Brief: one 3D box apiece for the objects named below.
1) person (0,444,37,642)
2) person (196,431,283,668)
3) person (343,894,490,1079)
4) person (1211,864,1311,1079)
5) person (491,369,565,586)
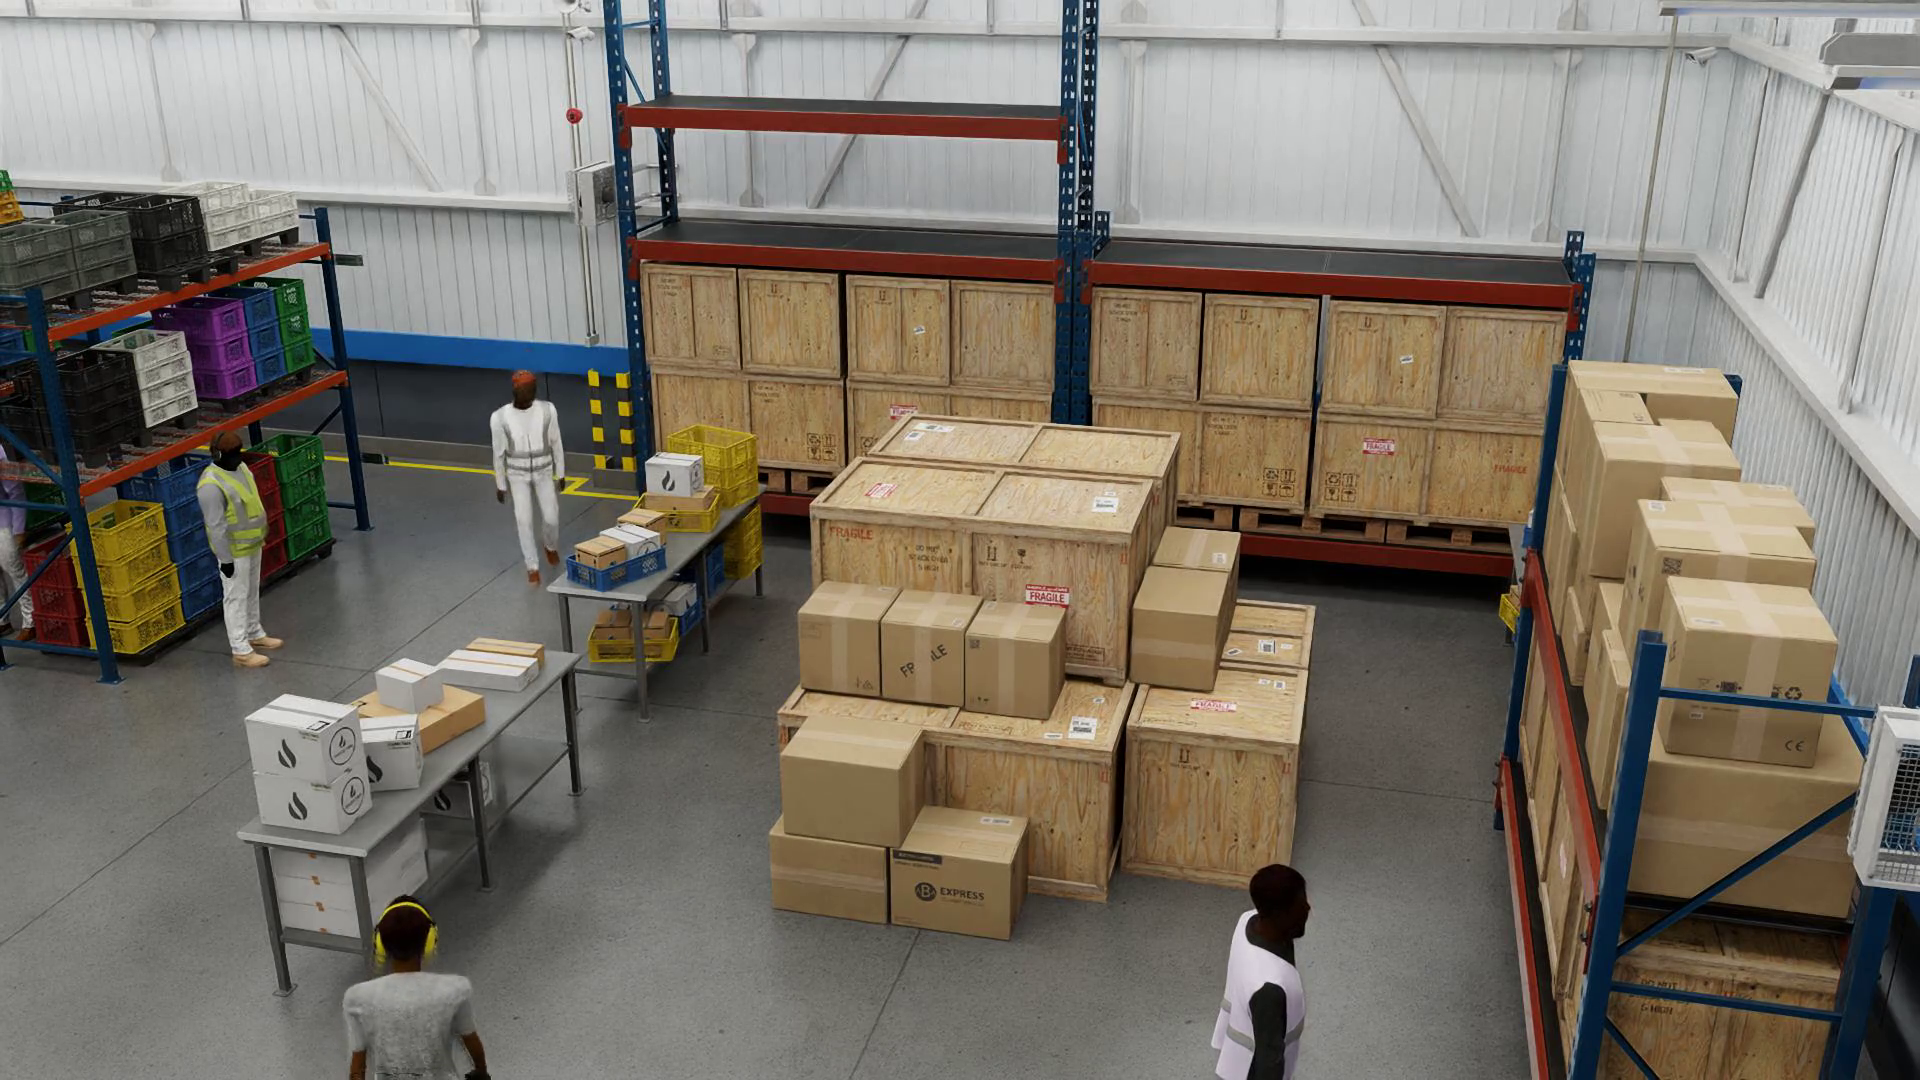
[{"bbox_3d":[-7.556,-0.110,12.977,0.631,1.940,0.372,3,21,9],"label":"person"},{"bbox_3d":[-5.491,0.050,12.697,0.429,1.838,0.634,0,21,-1],"label":"person"},{"bbox_3d":[-2.212,2.272,6.865,0.553,1.847,0.613,-4,21,-10],"label":"person"},{"bbox_3d":[1.251,2.203,6.951,0.392,1.922,0.593,0,21,1],"label":"person"},{"bbox_3d":[-3.672,-0.537,14.200,0.611,1.865,0.420,-8,22,-20],"label":"person"}]
